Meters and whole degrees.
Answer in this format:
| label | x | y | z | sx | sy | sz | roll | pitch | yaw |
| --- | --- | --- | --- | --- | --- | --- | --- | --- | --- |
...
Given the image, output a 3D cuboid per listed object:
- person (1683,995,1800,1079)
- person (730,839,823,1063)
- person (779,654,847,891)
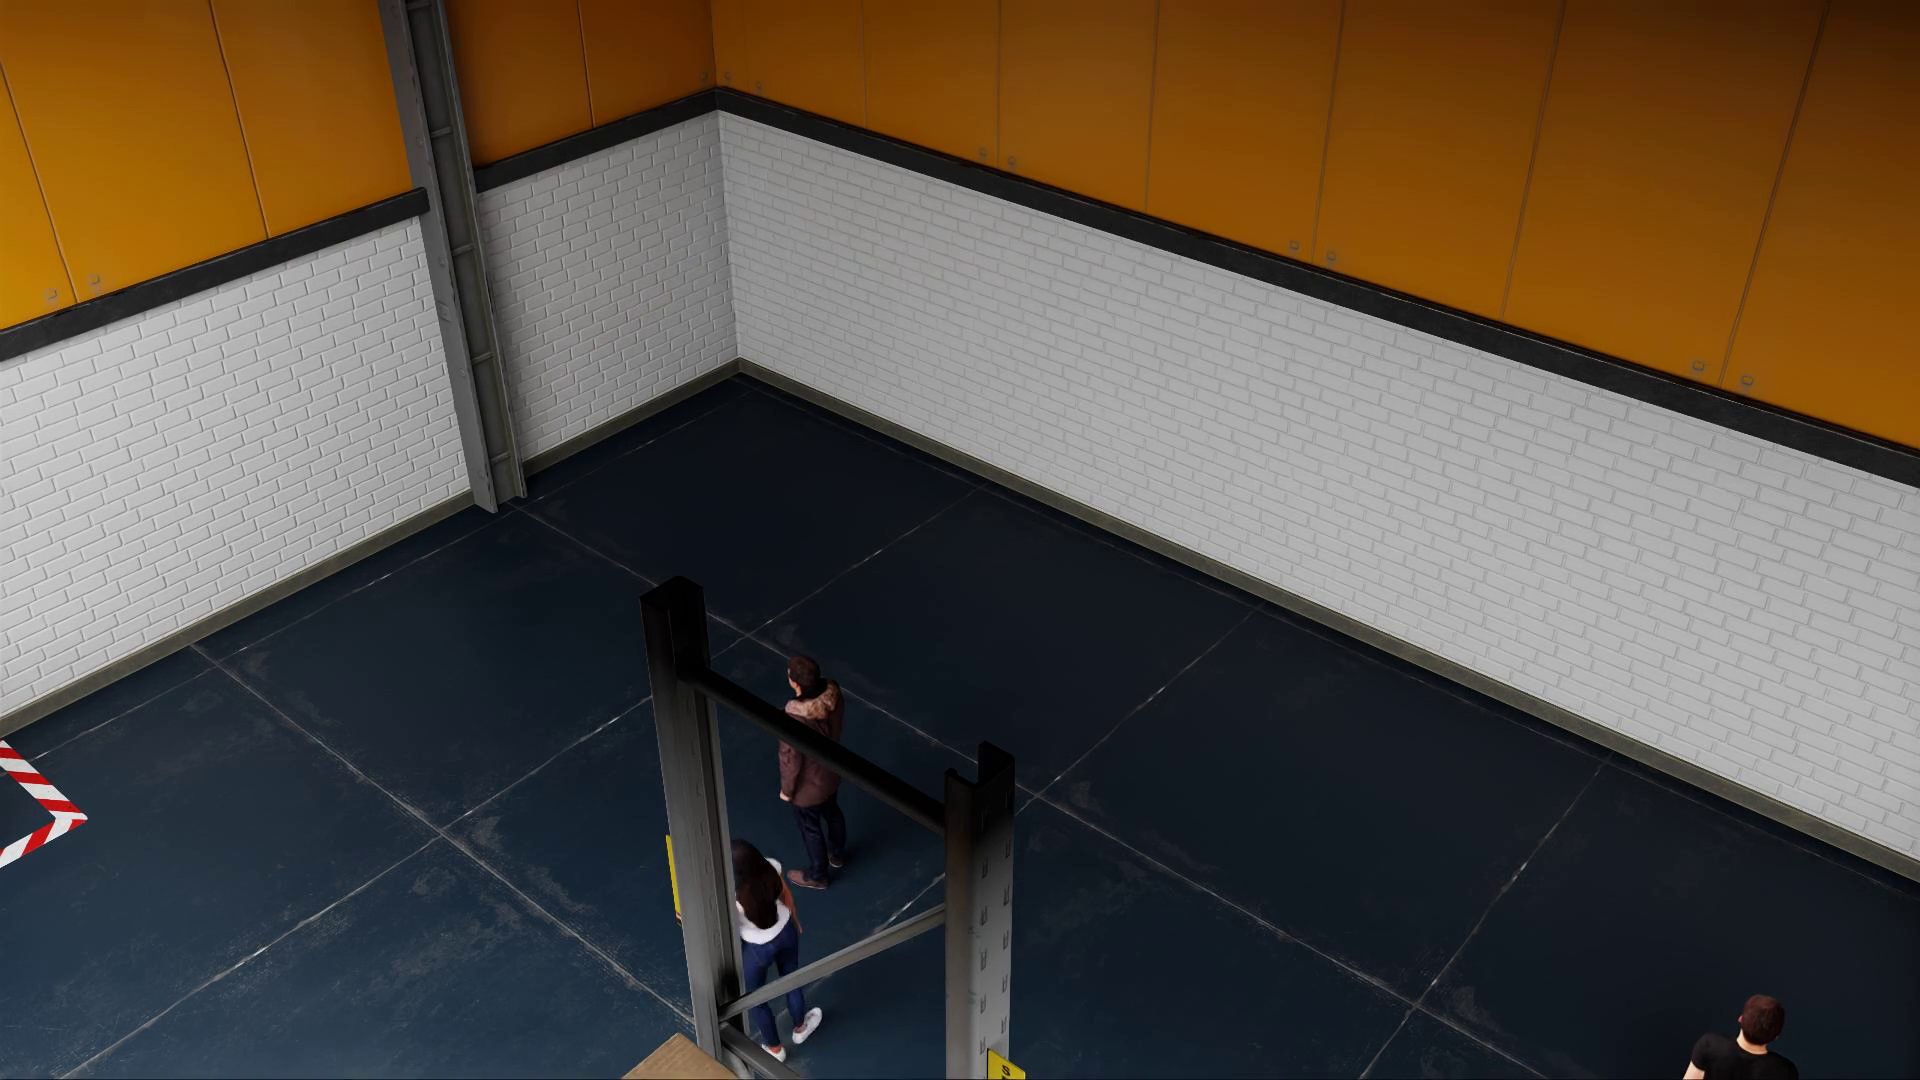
| label | x | y | z | sx | sy | sz | roll | pitch | yaw |
| --- | --- | --- | --- | --- | --- | --- | --- | --- | --- |
| person | 3.914 | 3.022 | 8.564 | 0.739 | 1.862 | 0.677 | 15 | 36 | 21 |
| person | -1.056 | 2.344 | 9.683 | 0.474 | 1.753 | 0.838 | -20 | 38 | -27 |
| person | -0.953 | 1.508 | 10.855 | 0.852 | 1.847 | 0.657 | 18 | 38 | 25 |
